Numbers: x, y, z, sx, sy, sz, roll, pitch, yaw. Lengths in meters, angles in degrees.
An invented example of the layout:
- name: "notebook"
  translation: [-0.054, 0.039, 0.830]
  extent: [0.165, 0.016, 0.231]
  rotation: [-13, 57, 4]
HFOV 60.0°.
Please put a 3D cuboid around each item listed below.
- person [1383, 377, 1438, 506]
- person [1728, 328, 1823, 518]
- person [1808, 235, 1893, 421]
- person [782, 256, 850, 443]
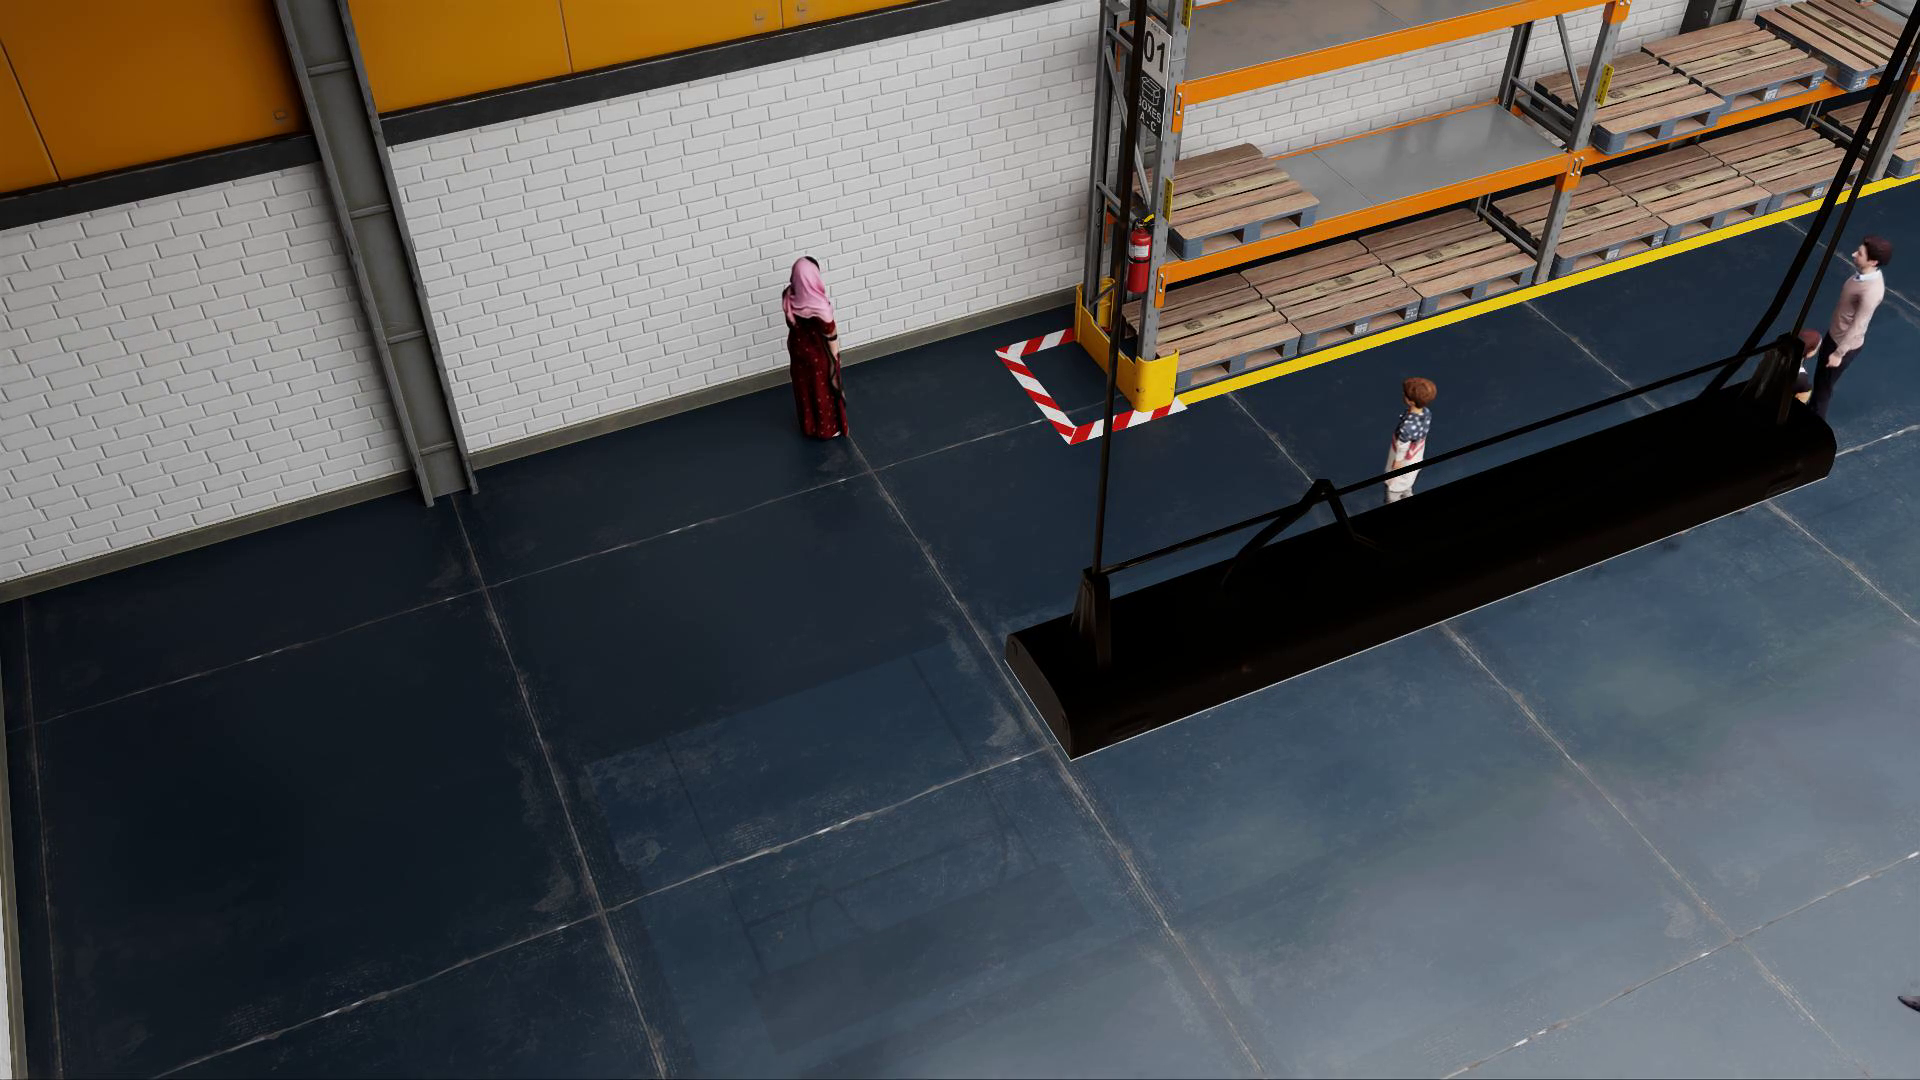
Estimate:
- name: "person"
  translation: [3.152, -0.553, 11.779]
  extent: [0.638, 1.438, 0.539]
  rotation: [28, 50, 26]
- name: "person"
  translation: [5.573, -0.706, 11.697]
  extent: [1.048, 1.771, 0.596]
  rotation: [-19, 47, -19]
- name: "person"
  translation: [6.620, -1.497, 12.501]
  extent: [0.761, 1.807, 0.714]
  rotation: [13, 45, 14]
- name: "person"
  translation: [-1.105, -1.442, 12.567]
  extent: [0.755, 1.637, 0.758]
  rotation: [29, 51, 27]
